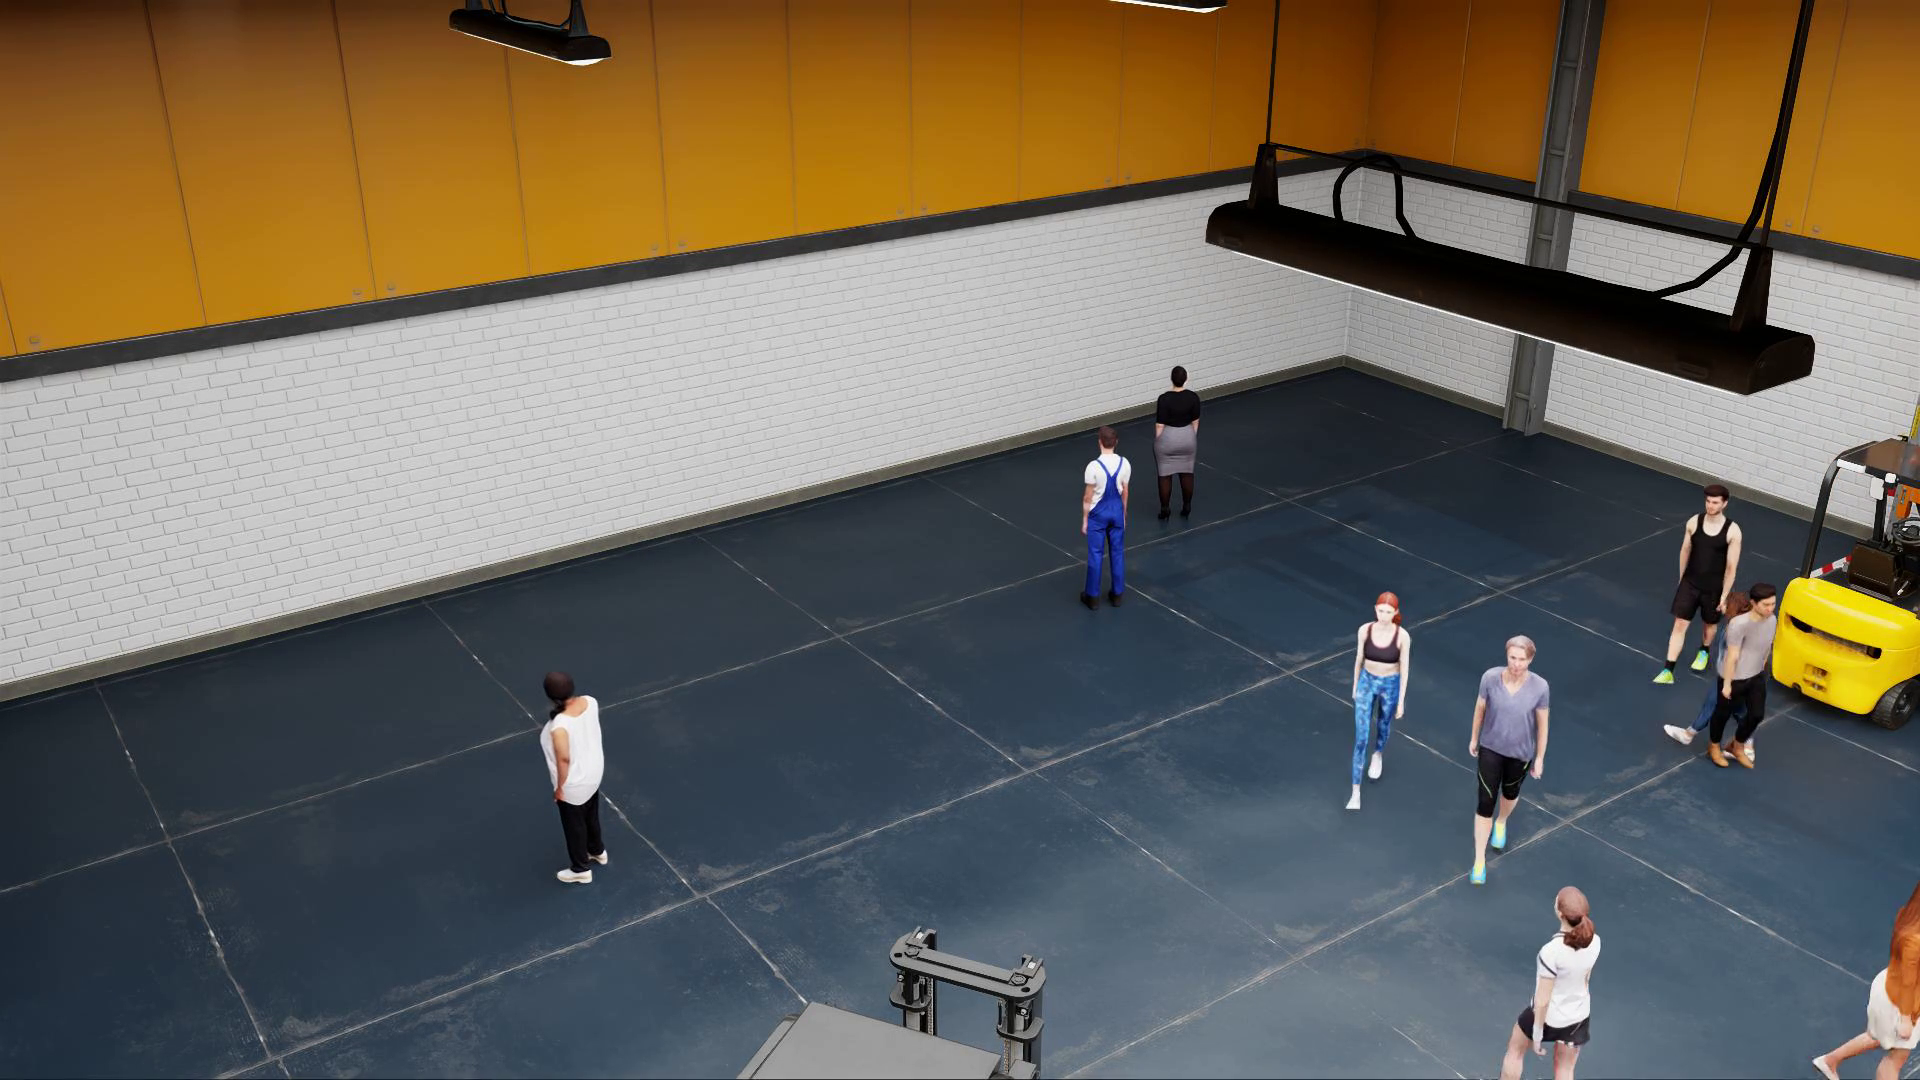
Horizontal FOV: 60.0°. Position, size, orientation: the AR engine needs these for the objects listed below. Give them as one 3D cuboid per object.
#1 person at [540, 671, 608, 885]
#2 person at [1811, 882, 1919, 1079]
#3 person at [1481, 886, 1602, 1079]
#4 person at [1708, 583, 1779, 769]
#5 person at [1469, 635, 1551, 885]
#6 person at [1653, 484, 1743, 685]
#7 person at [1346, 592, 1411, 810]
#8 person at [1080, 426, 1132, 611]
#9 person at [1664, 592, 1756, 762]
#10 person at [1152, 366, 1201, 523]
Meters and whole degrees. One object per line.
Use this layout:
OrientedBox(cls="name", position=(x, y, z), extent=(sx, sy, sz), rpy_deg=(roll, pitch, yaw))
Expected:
OrientedBox(cls="person", position=(-2.799, 1.688, 12.045), extent=(0.795, 1.689, 0.764), rpy_deg=(9, 25, 19))
OrientedBox(cls="person", position=(5.443, 2.678, 9.760), extent=(0.972, 1.706, 0.841), rpy_deg=(11, 26, 24))
OrientedBox(cls="person", position=(3.450, 2.796, 9.466), extent=(0.785, 1.726, 0.995), rpy_deg=(-5, 24, -11))
OrientedBox(cls="person", position=(6.305, 1.056, 13.483), extent=(0.732, 1.696, 0.764), rpy_deg=(-7, 24, -15))
OrientedBox(cls="person", position=(4.019, 1.536, 12.210), extent=(1.237, 1.836, 1.184), rpy_deg=(8, 25, 19))
OrientedBox(cls="person", position=(6.677, 0.390, 14.831), extent=(1.200, 1.837, 0.965), rpy_deg=(18, 29, 35))
OrientedBox(cls="person", position=(3.313, 1.210, 13.096), extent=(1.207, 1.724, 1.121), rpy_deg=(9, 25, 19))
OrientedBox(cls="person", position=(1.422, -0.221, 16.213), extent=(0.680, 1.850, 0.655), rpy_deg=(-7, 25, -15))
OrientedBox(cls="person", position=(6.375, 1.158, 13.572), extent=(1.026, 1.438, 0.795), rpy_deg=(15, 28, 30))
OrientedBox(cls="person", position=(2.369, -1.056, 18.238), extent=(0.759, 1.758, 0.751), rpy_deg=(-5, 24, -12))
